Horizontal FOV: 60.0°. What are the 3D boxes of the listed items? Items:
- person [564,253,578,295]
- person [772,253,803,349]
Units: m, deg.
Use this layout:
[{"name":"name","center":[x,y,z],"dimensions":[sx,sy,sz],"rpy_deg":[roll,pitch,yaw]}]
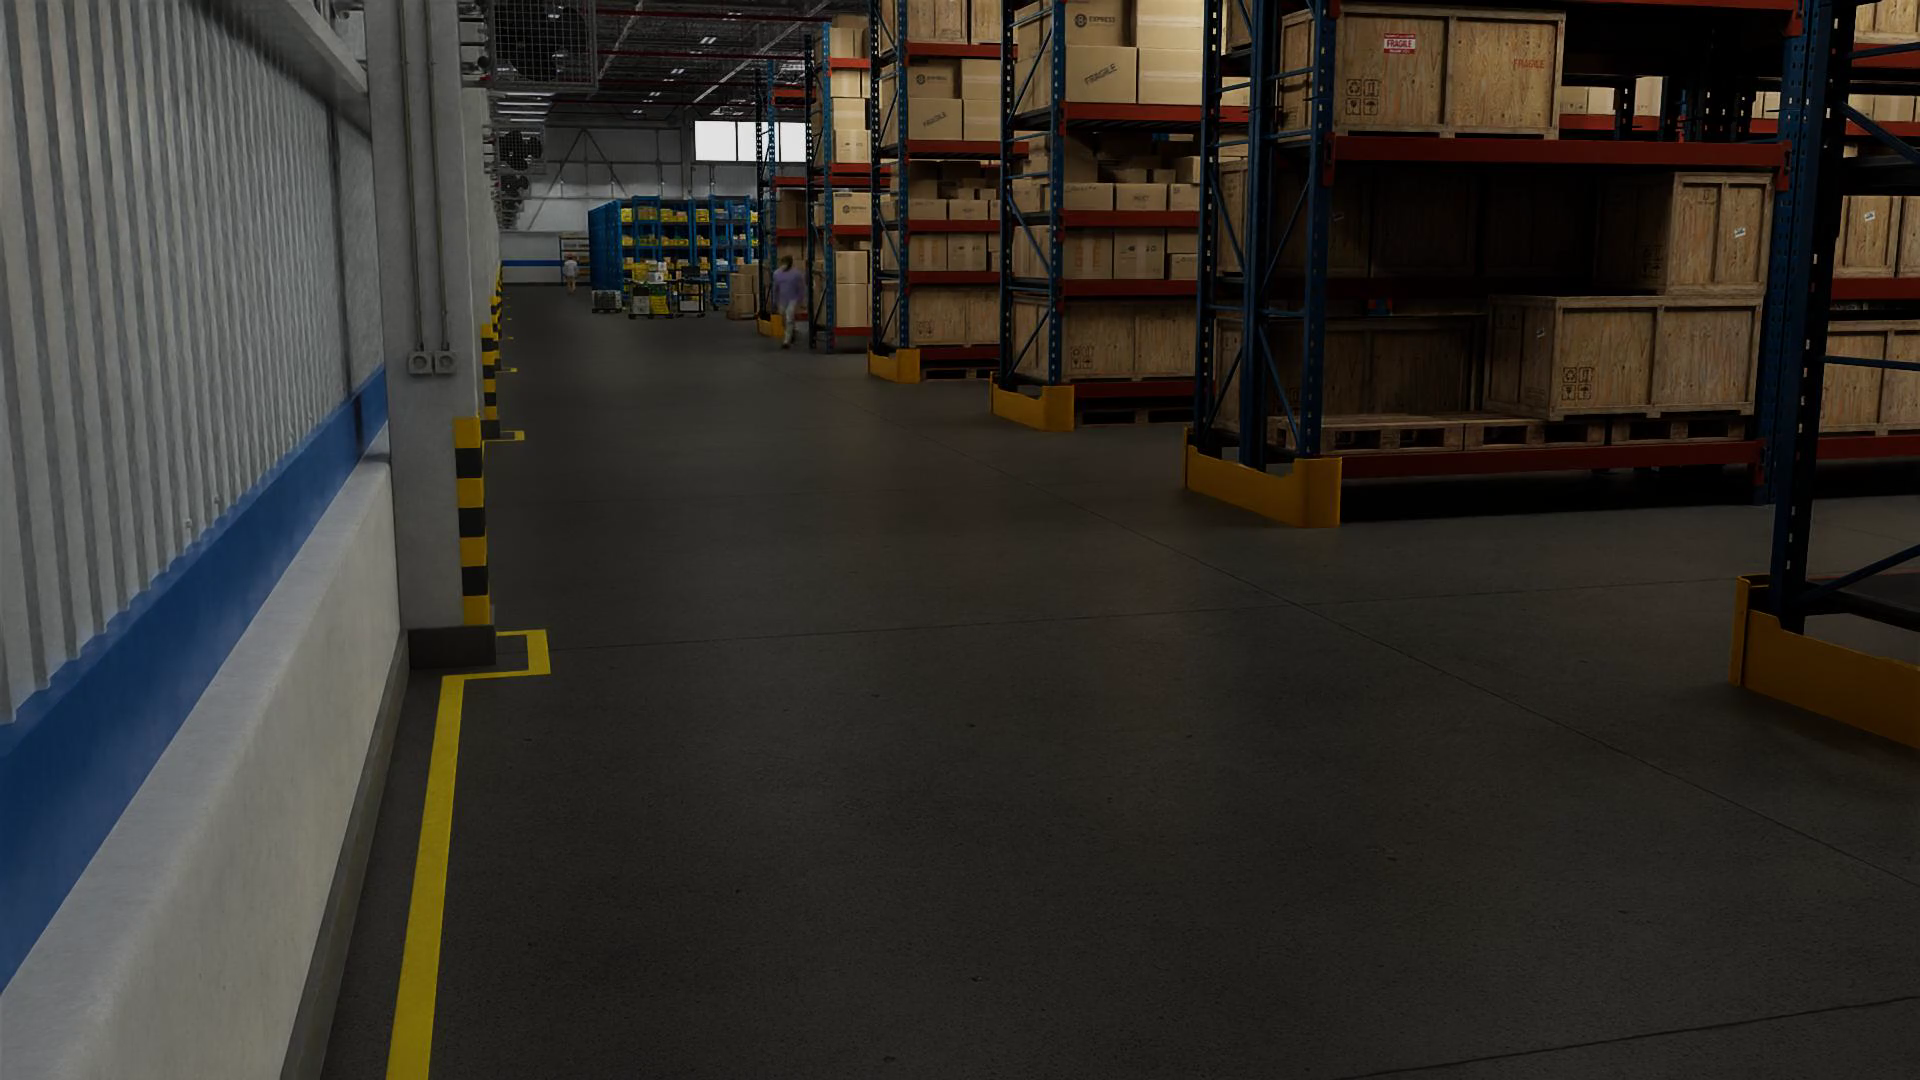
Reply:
[{"name":"person","center":[-16.256,-11.107,69.492],"dimensions":[0.586,1.733,0.467],"rpy_deg":[-2,10,-10]},{"name":"person","center":[-3.371,-4.744,33.012],"dimensions":[0.652,1.908,0.720],"rpy_deg":[3,10,15]}]
